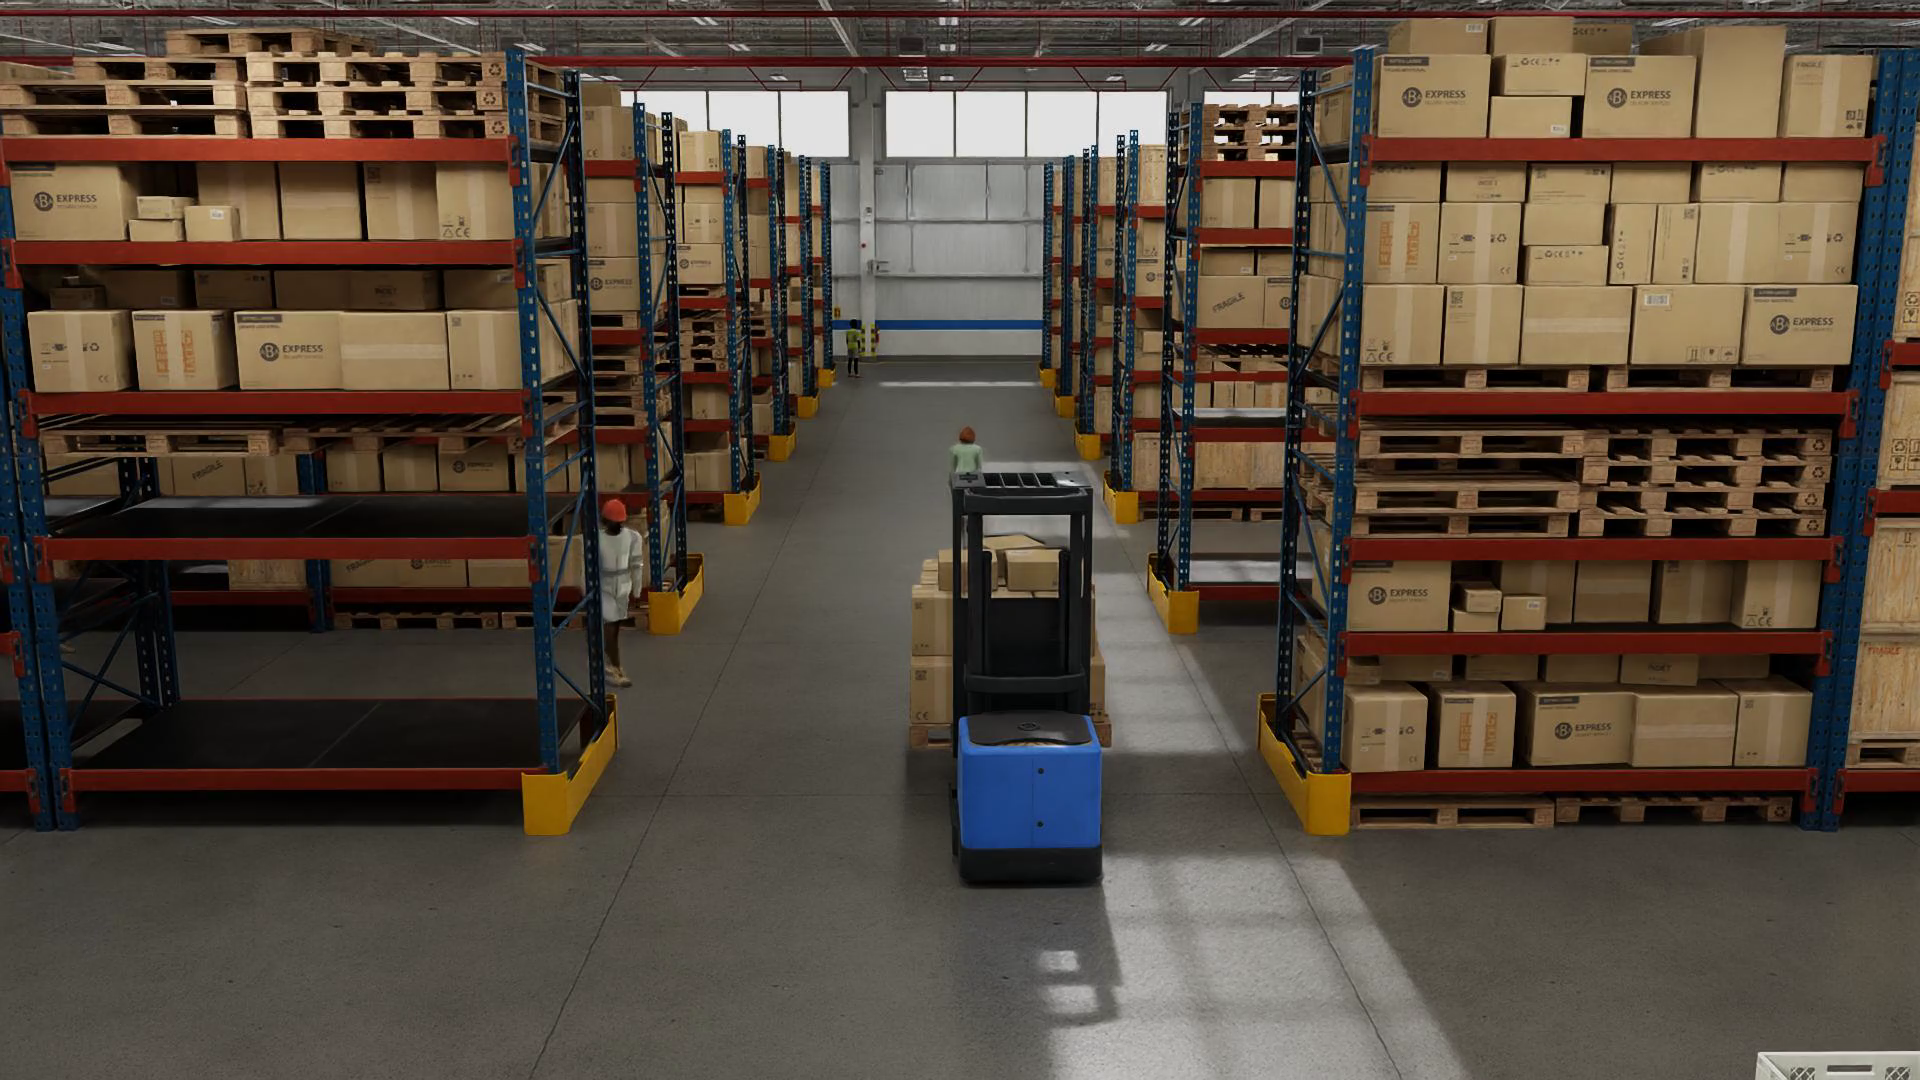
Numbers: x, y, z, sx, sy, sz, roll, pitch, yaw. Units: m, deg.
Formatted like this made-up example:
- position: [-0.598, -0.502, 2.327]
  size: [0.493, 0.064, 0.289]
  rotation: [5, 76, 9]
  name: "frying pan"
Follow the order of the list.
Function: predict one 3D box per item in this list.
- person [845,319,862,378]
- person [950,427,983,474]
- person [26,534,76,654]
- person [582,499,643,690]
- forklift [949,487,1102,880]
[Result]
- position: [-3.072, -5.528, 48.054]
  size: [0.530, 1.692, 0.321]
  rotation: [9, 15, 39]
  name: "person"
- position: [0.096, -0.949, 25.600]
  size: [0.511, 1.602, 0.739]
  rotation: [1, 11, 6]
  name: "person"
- position: [-10.252, 0.486, 18.350]
  size: [0.673, 1.661, 0.538]
  rotation: [-2, 12, -8]
  name: "person"
- position: [-3.616, 0.532, 17.341]
  size: [0.596, 1.980, 1.014]
  rotation: [-7, 13, -30]
  name: "person"
- position: [0.495, 0.986, 12.813]
  size: [1.129, 2.768, 1.873]
  rotation: [0, 11, -2]
  name: "forklift"
